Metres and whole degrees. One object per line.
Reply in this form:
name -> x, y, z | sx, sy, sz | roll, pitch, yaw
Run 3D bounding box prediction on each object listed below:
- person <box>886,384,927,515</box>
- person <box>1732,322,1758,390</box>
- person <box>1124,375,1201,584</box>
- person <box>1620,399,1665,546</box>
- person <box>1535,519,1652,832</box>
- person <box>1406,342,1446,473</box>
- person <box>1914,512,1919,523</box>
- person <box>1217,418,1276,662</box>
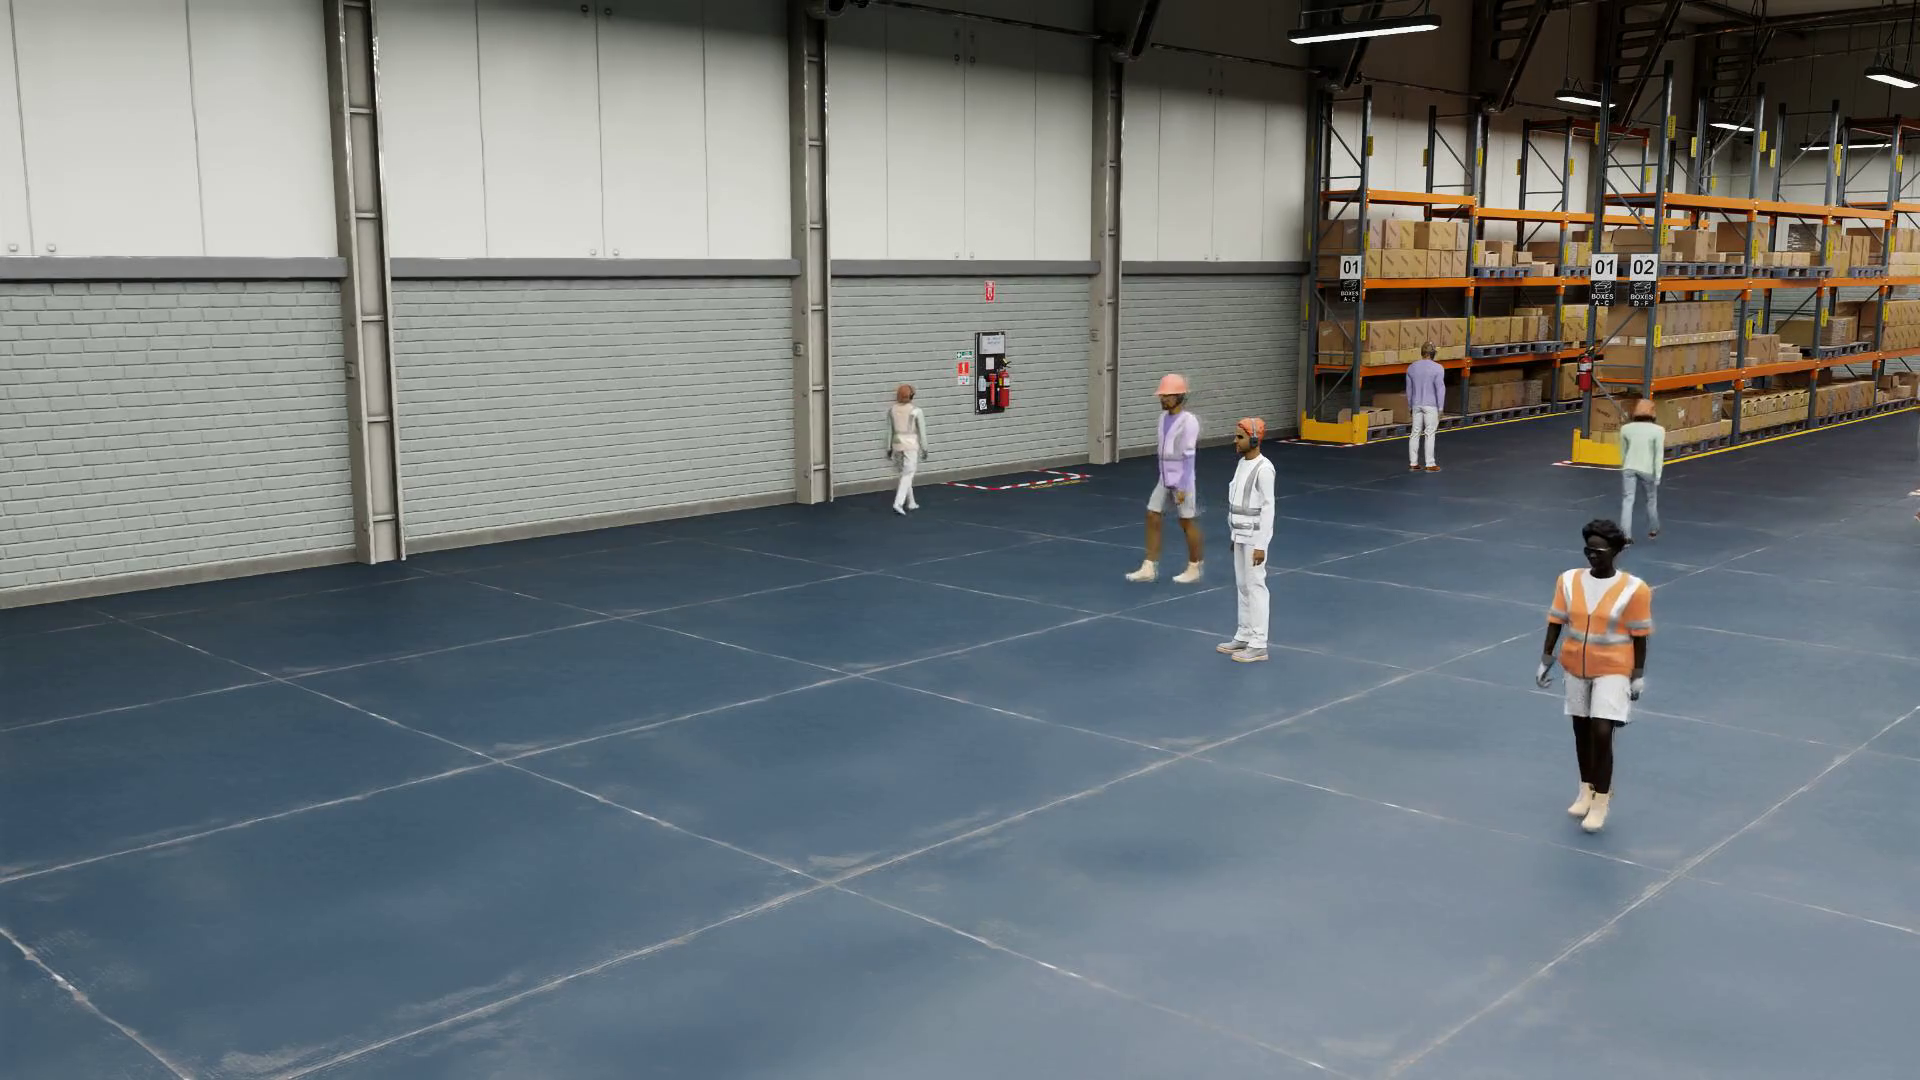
person -> -0.674, -1.120, 20.509 | 0.530, 1.606, 0.814 | 6, 11, 31
person -> 15.780, -3.424, 33.450 | 0.361, 1.964, 0.618 | -6, 11, -33
person -> 1.951, -0.553, 15.783 | 0.903, 2.007, 0.635 | -5, 10, -27
person -> 7.502, -0.749, 18.287 | 0.505, 1.578, 0.856 | 7, 12, 38
person -> 3.393, 0.728, 9.017 | 0.582, 1.682, 0.545 | -8, 12, -41
person -> 6.899, -1.965, 24.643 | 0.370, 1.939, 0.631 | -9, 13, -42
person -> 11.151, -0.852, 18.823 | 0.345, 1.620, 0.525 | 2, 10, 12
person -> 2.235, -0.006, 12.868 | 0.348, 1.882, 0.584 | -2, 10, -11
